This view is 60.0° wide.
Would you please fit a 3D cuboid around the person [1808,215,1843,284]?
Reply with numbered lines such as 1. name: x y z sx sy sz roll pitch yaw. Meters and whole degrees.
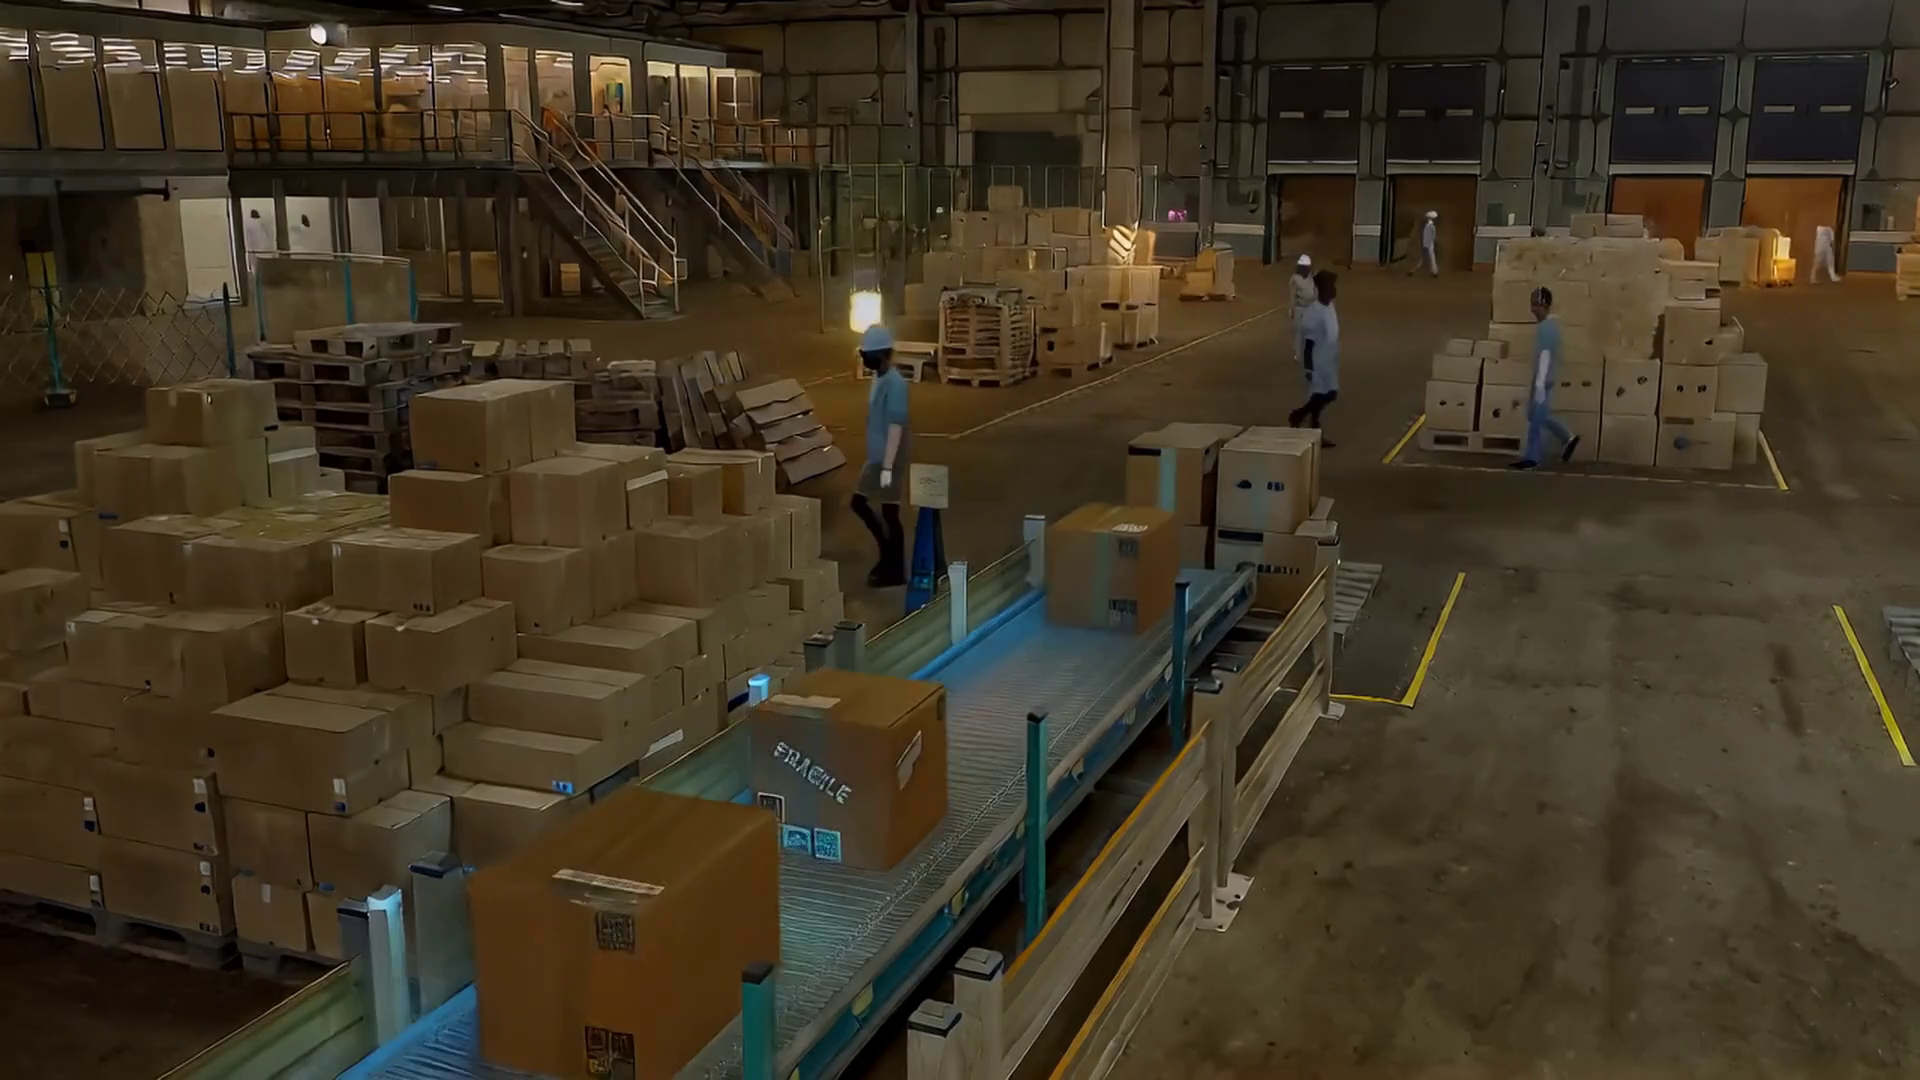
1. person: 22.955 -7.664 43.994 0.640 1.802 0.897 -9 15 -34

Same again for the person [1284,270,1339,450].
1. person: 3.849 -1.963 18.075 0.561 1.952 0.621 8 15 32

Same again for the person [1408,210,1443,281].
1. person: 12.796 -8.071 45.585 0.898 1.916 0.610 5 14 21

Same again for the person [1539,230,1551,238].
1. person: 11.706 -5.257 33.140 0.961 1.846 0.591 2 13 7

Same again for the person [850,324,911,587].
1. person: -0.565 -0.594 12.034 0.406 1.924 0.546 -6 14 -26

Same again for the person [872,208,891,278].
1. person: -2.207 -8.337 46.714 0.543 1.939 0.360 3 13 15

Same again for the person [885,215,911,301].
1. person: -1.490 -6.507 38.422 0.649 1.968 0.597 7 14 30

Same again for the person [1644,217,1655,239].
1. person: 17.172 -7.179 41.755 0.838 1.842 0.519 2 13 8

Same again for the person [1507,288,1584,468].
1. person: 5.957 -1.616 16.782 0.655 1.845 0.529 3 13 14

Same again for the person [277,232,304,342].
1. person: -11.812 -4.453 29.335 0.394 1.920 0.587 -12 17 -43

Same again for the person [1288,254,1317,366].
1. person: 5.316 -3.608 25.988 0.490 1.726 0.636 -3 13 -14

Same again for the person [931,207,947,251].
1. person: -0.632 -10.112 54.985 0.887 1.809 0.624 5 14 21
